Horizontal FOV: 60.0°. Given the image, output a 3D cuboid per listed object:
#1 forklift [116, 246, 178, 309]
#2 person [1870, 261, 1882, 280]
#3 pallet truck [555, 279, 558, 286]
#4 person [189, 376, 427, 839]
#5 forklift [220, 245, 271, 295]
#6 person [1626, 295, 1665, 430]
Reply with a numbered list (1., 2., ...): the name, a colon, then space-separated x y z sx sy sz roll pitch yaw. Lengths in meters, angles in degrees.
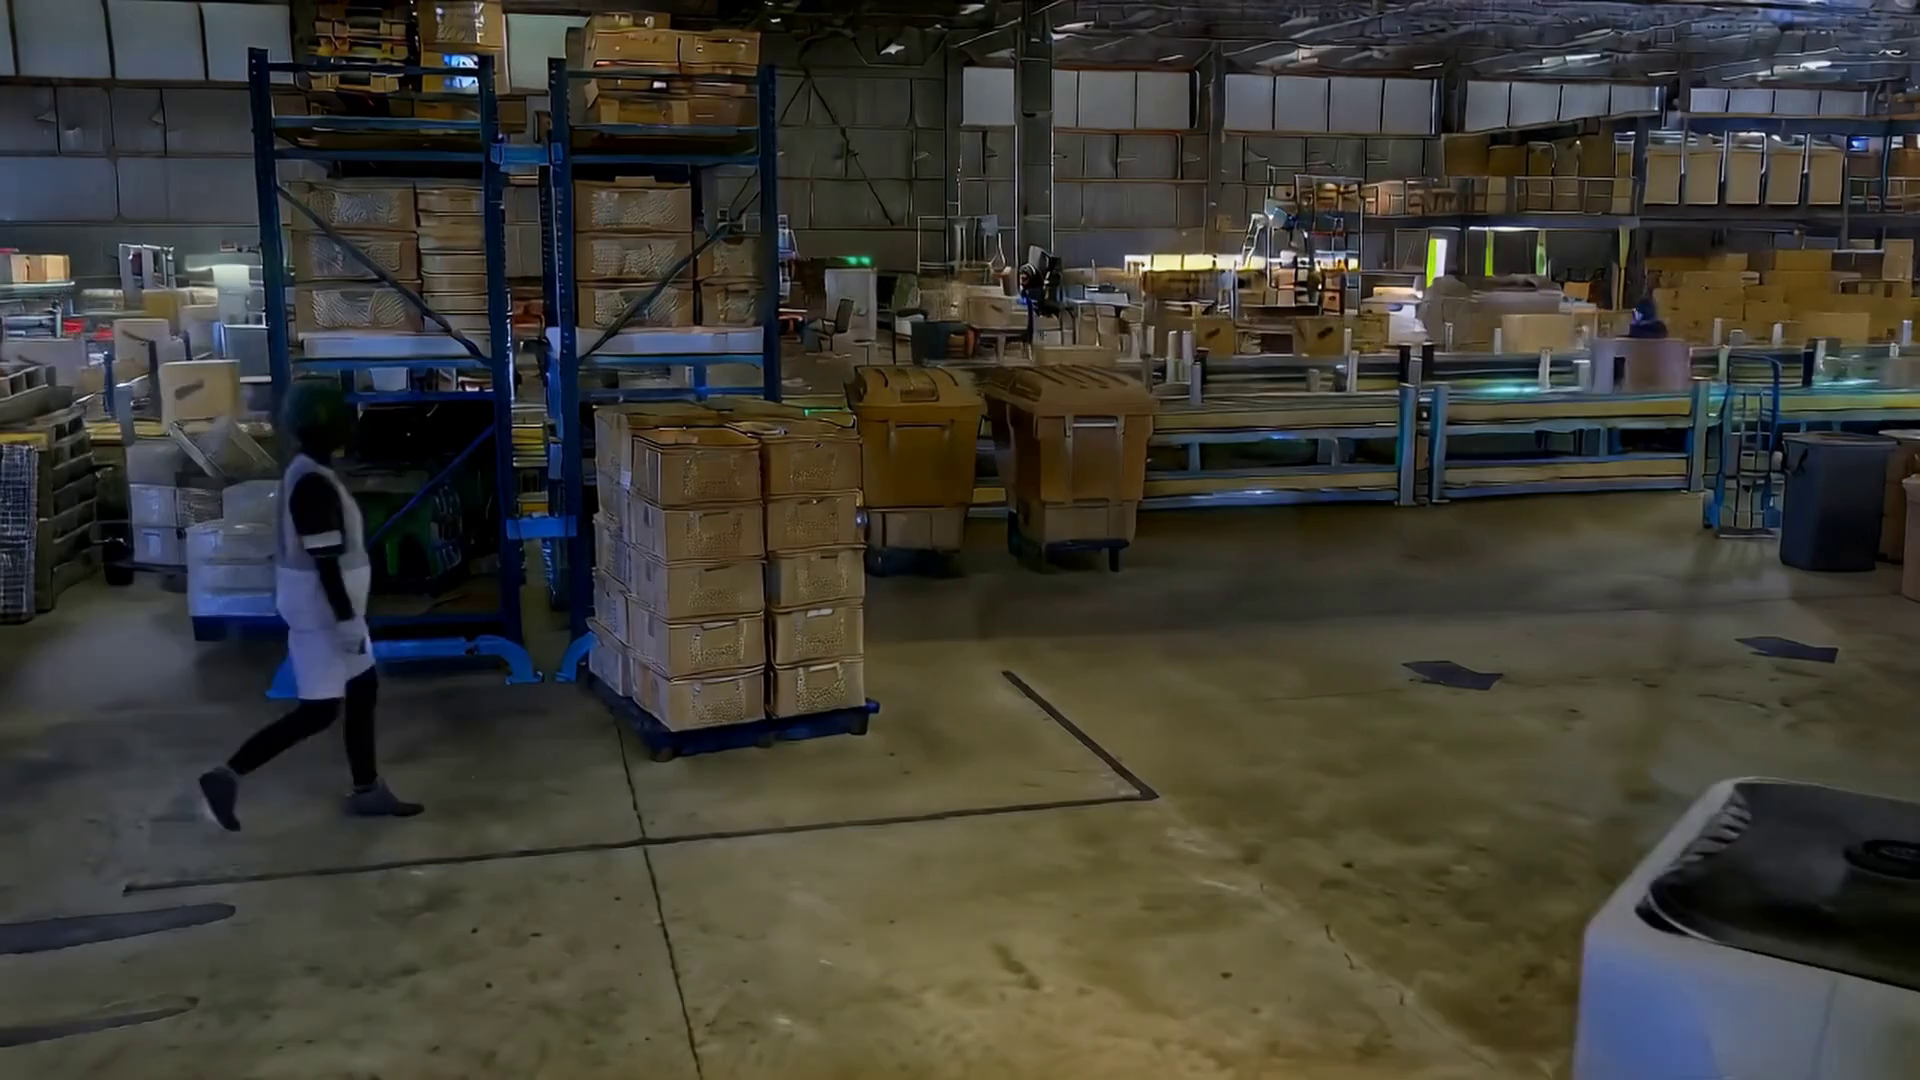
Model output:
1. forklift: -19.966 -6.232 40.894 1.157 1.987 2.680 -3 10 -15
2. person: 23.161 -6.181 42.108 0.311 1.769 0.522 7 12 34
3. pallet truck: -10.604 -6.375 44.520 0.653 1.274 1.630 -3 10 -15
4. person: -2.348 0.253 5.915 0.715 1.679 0.523 -3 10 -16
5. forklift: -17.749 -6.334 41.440 1.157 1.987 2.680 -3 10 -17
6. person: 7.018 -1.697 17.081 0.372 1.624 0.510 -3 10 -15
